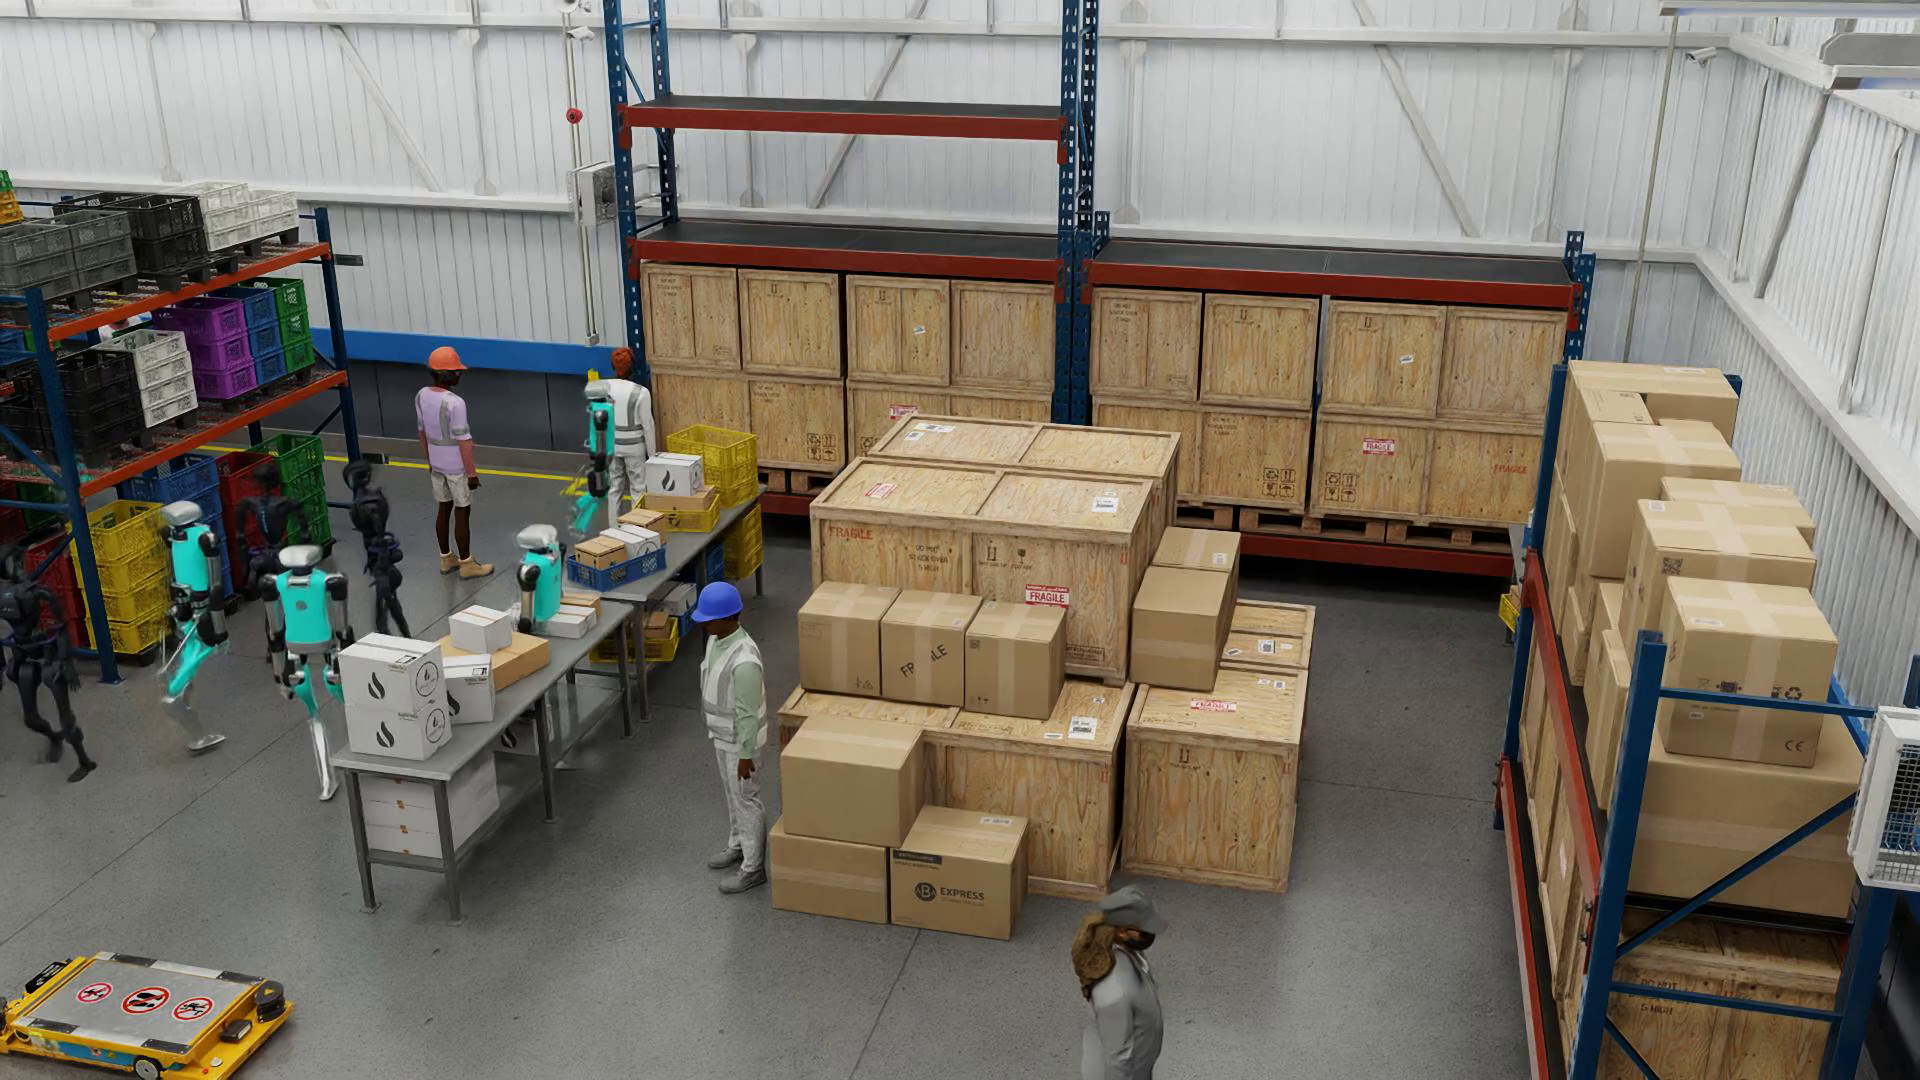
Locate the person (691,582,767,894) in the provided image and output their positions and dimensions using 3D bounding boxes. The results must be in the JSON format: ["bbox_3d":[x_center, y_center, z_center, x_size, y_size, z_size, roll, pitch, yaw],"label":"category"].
[{"bbox_3d":[-1.330,1.135,9.743,0.411,1.939,0.602,-9,23,-22],"label":"person"}]

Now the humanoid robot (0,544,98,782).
[{"bbox_3d":[-6.116,0.773,11.075,0.591,1.630,0.495,1,21,3],"label":"humanoid robot"}]

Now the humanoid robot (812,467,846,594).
[{"bbox_3d":[-0.837,0.250,12.430,0.612,1.639,0.567,4,21,11],"label":"humanoid robot"}]

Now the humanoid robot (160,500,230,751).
[{"bbox_3d":[-5.305,0.708,11.263,0.560,1.872,0.749,12,24,29],"label":"humanoid robot"}]

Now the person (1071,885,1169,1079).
[{"bbox_3d":[0.659,2.241,7.078,0.396,1.768,0.573,2,21,5],"label":"person"}]

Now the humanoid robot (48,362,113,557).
[{"bbox_3d":[-7.928,-0.645,14.739,0.545,1.807,0.904,4,21,11],"label":"humanoid robot"}]

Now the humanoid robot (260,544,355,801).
[{"bbox_3d":[-4.175,0.810,10.993,0.544,1.853,0.821,-2,21,-5],"label":"humanoid robot"}]

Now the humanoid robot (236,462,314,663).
[{"bbox_3d":[-5.156,0.207,12.539,0.600,1.641,0.477,0,21,0],"label":"humanoid robot"}]

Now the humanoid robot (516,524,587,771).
[{"bbox_3d":[-2.951,0.726,11.128,0.902,1.776,0.545,4,21,11],"label":"humanoid robot"}]

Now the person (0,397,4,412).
[{"bbox_3d":[-9.505,-1.227,16.055,0.429,1.843,0.622,11,23,26],"label":"person"}]

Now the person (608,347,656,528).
[{"bbox_3d":[-2.982,-0.810,14.909,0.581,1.880,0.346,7,22,18],"label":"person"}]

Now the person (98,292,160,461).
[{"bbox_3d":[-8.724,-1.723,17.395,0.419,1.815,0.580,13,24,30],"label":"person"}]

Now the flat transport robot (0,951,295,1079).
[{"bbox_3d":[-4.270,2.464,8.601,1.431,0.231,0.659,5,22,13],"label":"flat transport robot"}]

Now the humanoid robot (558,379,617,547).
[{"bbox_3d":[-3.230,-0.499,14.290,0.678,1.781,0.544,-3,21,-7],"label":"humanoid robot"}]

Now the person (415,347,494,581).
[{"bbox_3d":[-4.353,-0.660,14.294,0.613,2.038,0.383,15,26,34],"label":"person"}]

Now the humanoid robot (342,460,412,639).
[{"bbox_3d":[-4.372,0.168,12.651,0.445,1.634,0.612,-12,24,-29],"label":"humanoid robot"}]
